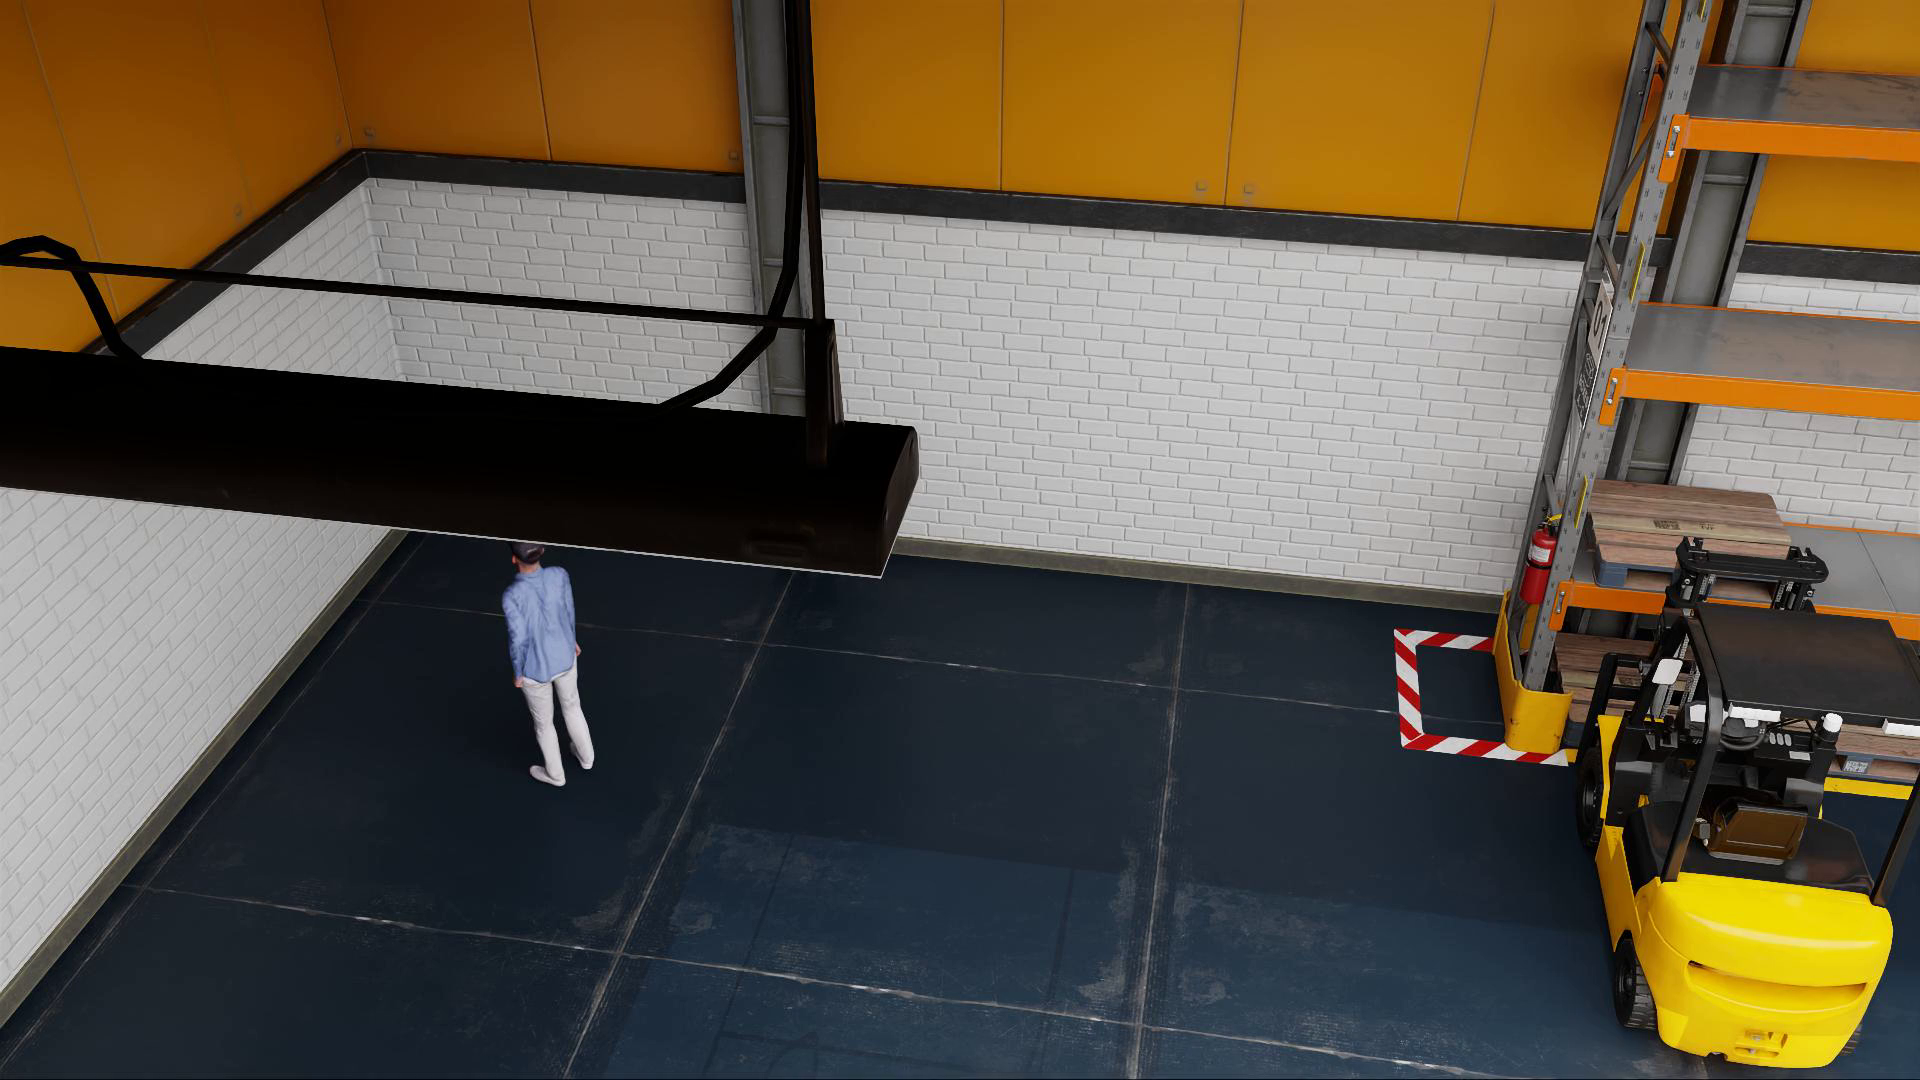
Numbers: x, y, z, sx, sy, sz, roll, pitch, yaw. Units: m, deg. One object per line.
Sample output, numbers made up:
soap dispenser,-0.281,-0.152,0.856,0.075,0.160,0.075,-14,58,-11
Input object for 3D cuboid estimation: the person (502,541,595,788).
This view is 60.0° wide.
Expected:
person,-2.585,0.735,10.362,0.744,1.888,0.738,27,42,34
